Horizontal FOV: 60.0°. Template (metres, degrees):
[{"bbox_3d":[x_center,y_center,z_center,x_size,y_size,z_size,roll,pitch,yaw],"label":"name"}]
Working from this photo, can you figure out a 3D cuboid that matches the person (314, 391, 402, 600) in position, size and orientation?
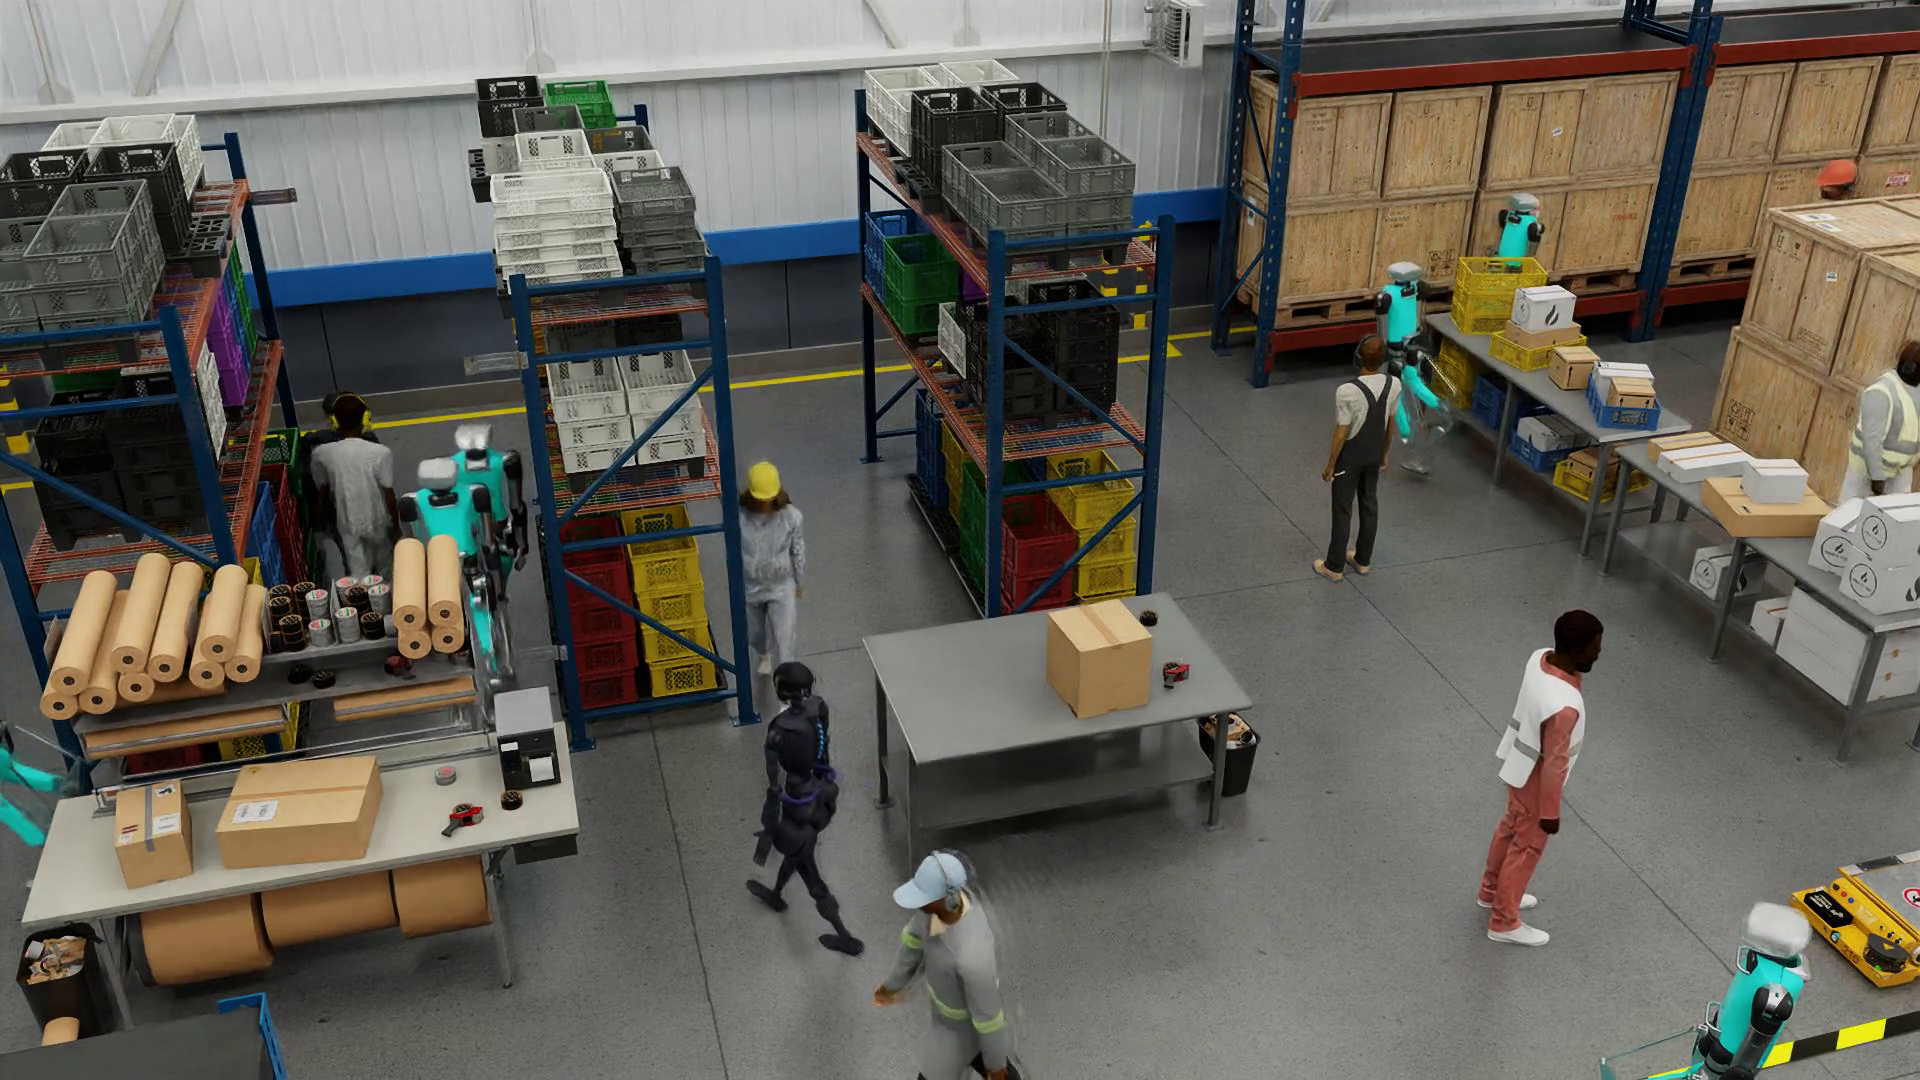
[{"bbox_3d":[-3.835,-0.067,10.688,0.528,1.815,1.012,-6,29,-11],"label":"person"}]

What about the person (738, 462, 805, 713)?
[{"bbox_3d":[-1.177,0.249,10.204,0.472,1.708,0.745,-2,29,-4],"label":"person"}]

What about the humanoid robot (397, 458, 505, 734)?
[{"bbox_3d":[-2.952,0.401,9.827,0.537,1.726,0.688,-8,30,-14],"label":"humanoid robot"}]

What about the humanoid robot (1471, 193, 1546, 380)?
[{"bbox_3d":[4.570,-2.083,14.493,0.766,1.836,0.541,-9,30,-16],"label":"humanoid robot"}]

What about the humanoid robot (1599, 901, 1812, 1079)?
[{"bbox_3d":[2.859,2.099,6.677,0.735,1.677,0.533,13,31,22],"label":"humanoid robot"}]

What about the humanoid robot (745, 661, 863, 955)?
[{"bbox_3d":[-0.834,1.333,8.323,0.771,1.626,0.608,13,32,23],"label":"humanoid robot"}]

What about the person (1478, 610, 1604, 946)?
[{"bbox_3d":[2.881,1.180,8.317,0.393,1.911,0.580,5,29,8],"label":"person"}]

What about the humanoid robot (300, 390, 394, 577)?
[{"bbox_3d":[-4.076,-0.188,11.044,0.591,1.643,0.426,-3,29,-6],"label":"humanoid robot"}]

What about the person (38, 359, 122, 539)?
[{"bbox_3d":[-6.466,-0.897,12.151,0.490,1.861,0.330,14,32,23],"label":"person"}]

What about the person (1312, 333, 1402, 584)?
[{"bbox_3d":[2.761,-0.565,11.552,0.510,1.844,0.336,-11,31,-20],"label":"person"}]

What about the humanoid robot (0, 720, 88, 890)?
[{"bbox_3d":[-4.835,1.199,8.575,0.721,1.900,0.543,-7,30,-12],"label":"humanoid robot"}]

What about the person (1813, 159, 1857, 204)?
[{"bbox_3d":[7.562,-2.337,14.601,0.503,2.016,0.688,-3,29,-5],"label":"person"}]

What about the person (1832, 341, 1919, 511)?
[{"bbox_3d":[6.418,-0.502,11.476,0.641,1.807,0.754,-13,31,-22],"label":"person"}]

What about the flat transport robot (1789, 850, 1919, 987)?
[{"bbox_3d":[5.163,1.916,8.676,1.431,0.231,0.659,-8,30,-14],"label":"flat transport robot"}]

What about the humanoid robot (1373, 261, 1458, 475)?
[{"bbox_3d":[3.520,-1.252,12.899,0.544,1.738,0.967,-22,36,-34],"label":"humanoid robot"}]

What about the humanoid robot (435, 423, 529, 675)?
[{"bbox_3d":[-3.028,-0.010,10.661,0.551,1.778,0.809,-8,30,-15],"label":"humanoid robot"}]

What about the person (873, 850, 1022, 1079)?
[{"bbox_3d":[-0.079,1.997,6.941,0.988,1.792,0.603,-6,29,-10],"label":"person"}]
